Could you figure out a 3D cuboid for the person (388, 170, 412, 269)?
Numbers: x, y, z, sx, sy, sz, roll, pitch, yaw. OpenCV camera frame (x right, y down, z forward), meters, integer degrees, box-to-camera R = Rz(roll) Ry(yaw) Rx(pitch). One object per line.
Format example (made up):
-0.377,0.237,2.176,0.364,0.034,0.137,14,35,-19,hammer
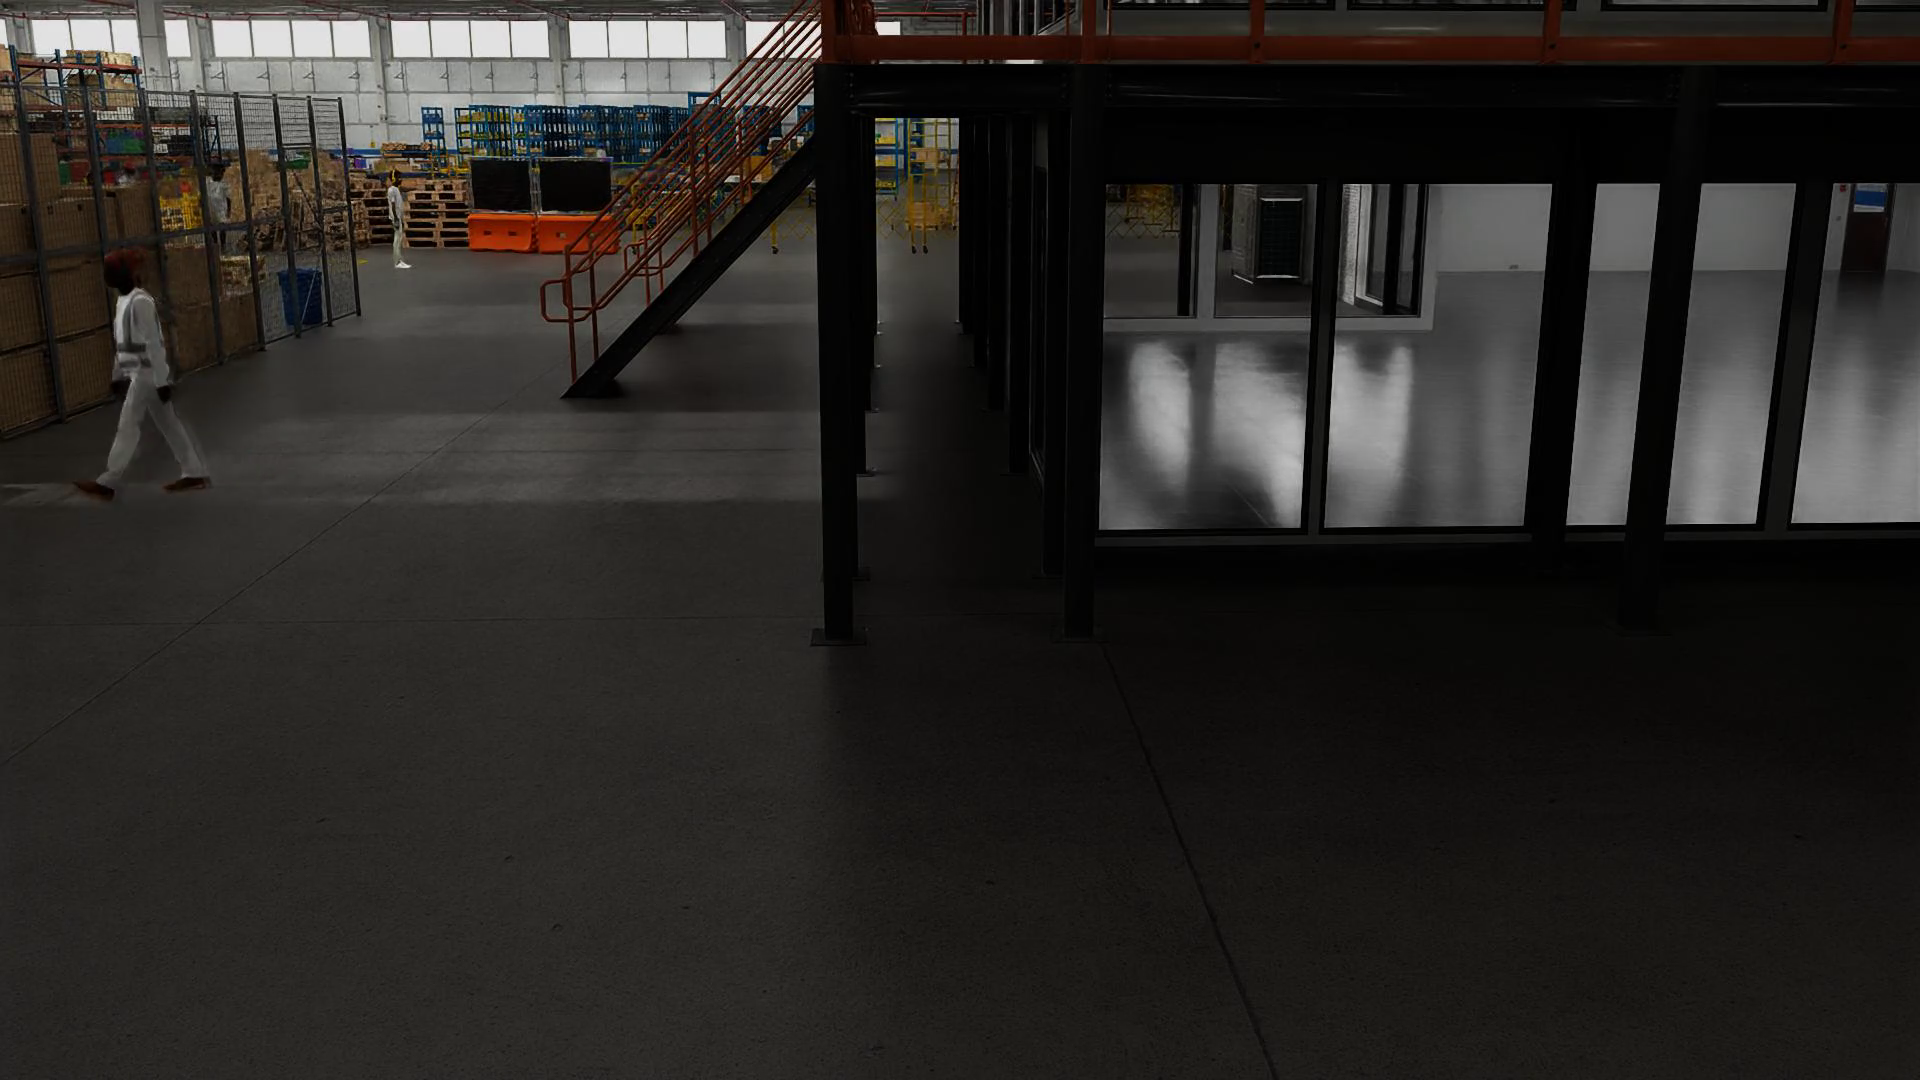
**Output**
-10.819,-6.172,32.052,0.321,1.871,0.532,-2,14,-10,person

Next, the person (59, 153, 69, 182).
-33.793,-13.793,62.948,0.538,1.655,0.862,-1,14,-5,person

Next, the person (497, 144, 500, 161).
-23.298,-19.035,83.605,0.807,1.804,0.594,-4,15,-15,person

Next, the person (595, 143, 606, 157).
-15.945,-16.692,73.995,0.645,1.931,0.462,9,17,33,person

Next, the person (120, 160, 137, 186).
-18.979,-7.729,38.158,0.390,1.923,0.562,-1,14,-5,person

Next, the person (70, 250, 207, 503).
-6.125,-1.202,12.260,0.980,1.829,0.600,-9,17,-33,person

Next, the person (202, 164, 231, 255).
-15.950,-7.107,35.711,0.641,1.914,0.960,-7,16,-25,person

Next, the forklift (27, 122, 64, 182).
-35.376,-14.773,64.377,1.129,2.768,1.873,-1,14,-2,forklift

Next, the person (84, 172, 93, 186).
-16.081,-5.875,30.881,0.330,1.865,0.518,-1,14,-4,person

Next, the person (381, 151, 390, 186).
-23.427,-15.050,67.788,0.668,1.747,0.530,-4,15,-16,person
